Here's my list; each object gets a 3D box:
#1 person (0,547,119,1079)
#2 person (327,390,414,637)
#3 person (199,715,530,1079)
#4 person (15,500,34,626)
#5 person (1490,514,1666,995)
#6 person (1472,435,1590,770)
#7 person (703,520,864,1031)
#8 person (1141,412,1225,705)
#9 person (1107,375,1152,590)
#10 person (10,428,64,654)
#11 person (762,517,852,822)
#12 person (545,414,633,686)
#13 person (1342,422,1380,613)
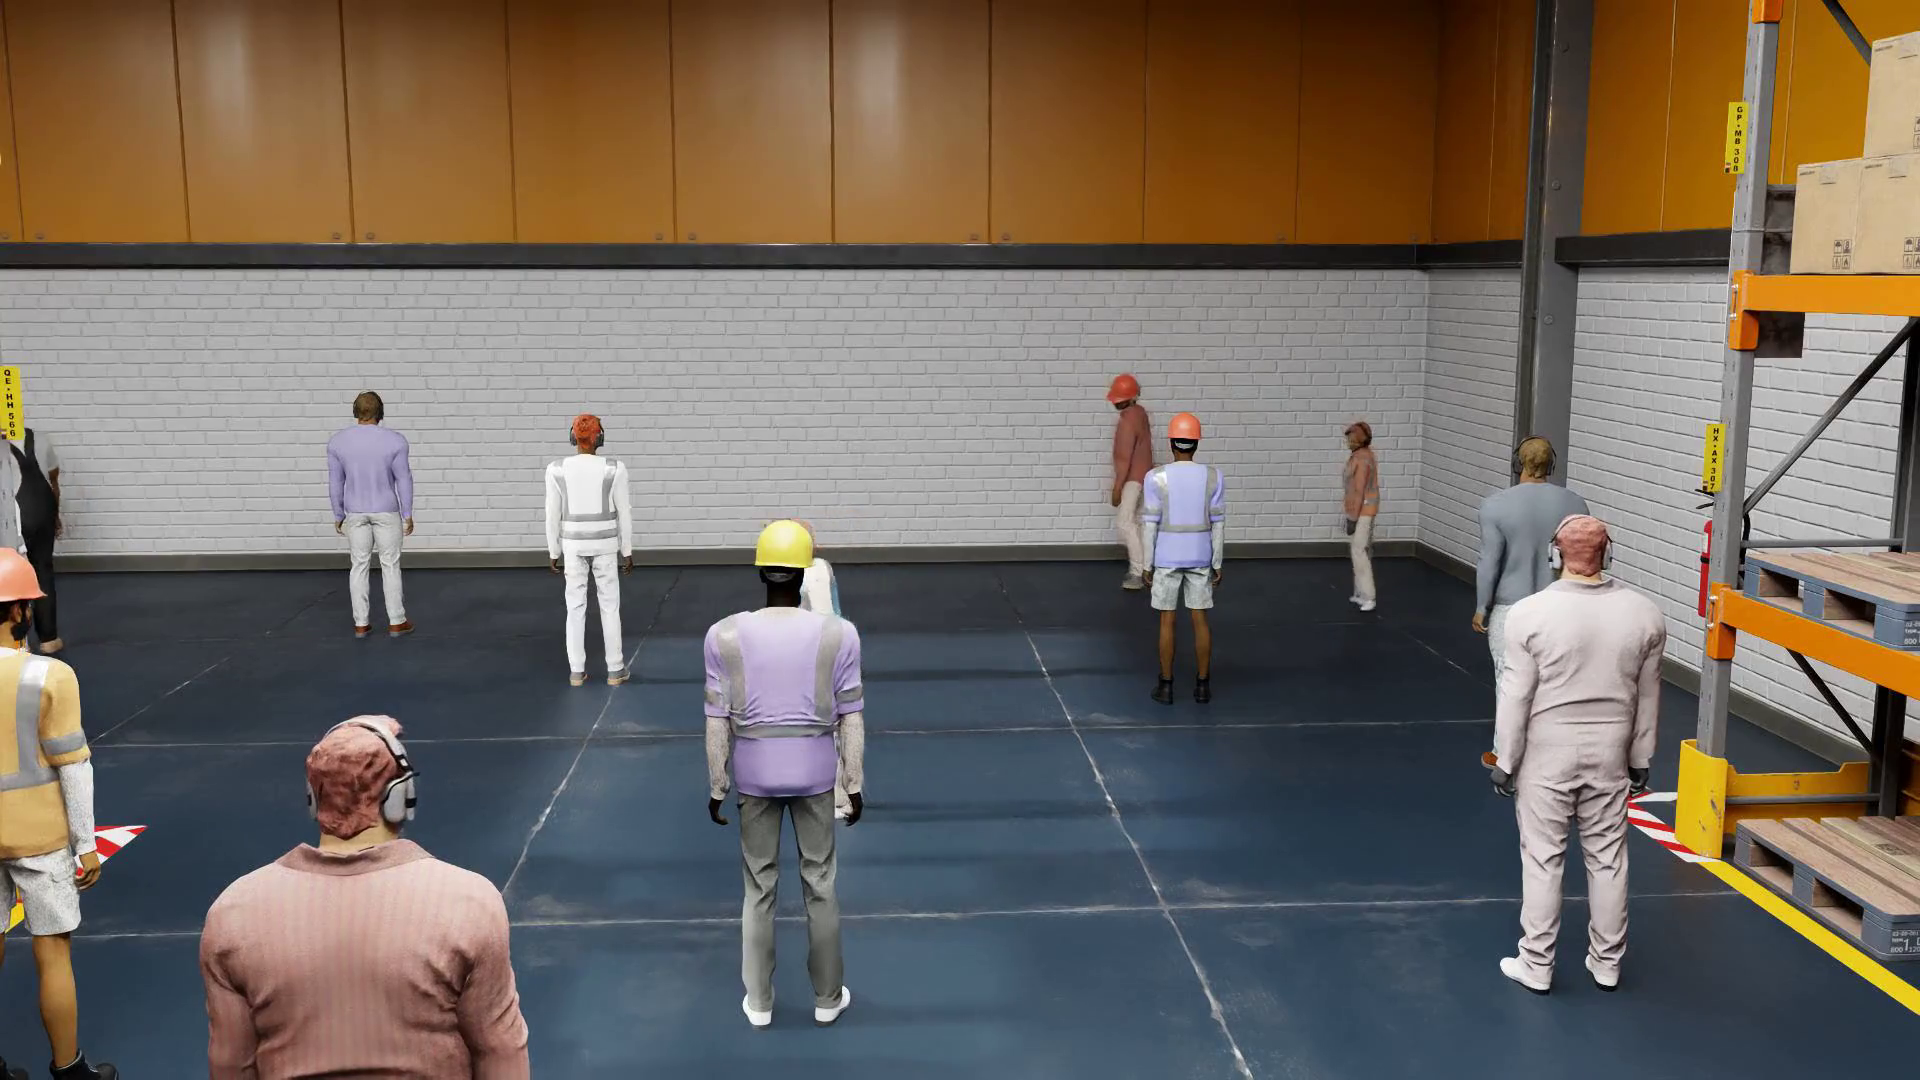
[{"bbox_3d":[-3.176,0.987,5.594,0.551,1.932,0.376,-1,9,-4],"label":"person"},{"bbox_3d":[-4.599,-0.200,13.034,0.635,1.937,0.355,-1,9,-4],"label":"person"},{"bbox_3d":[-1.253,1.318,3.614,0.651,1.904,0.402,-1,9,-4],"label":"person"},{"bbox_3d":[-5.690,0.333,9.697,0.551,1.932,0.376,-1,9,-4],"label":"person"},{"bbox_3d":[2.415,0.845,6.582,0.651,1.904,0.402,-1,9,-4],"label":"person"},{"bbox_3d":[3.220,0.374,9.428,0.635,1.937,0.354,-1,9,-4],"label":"person"},{"bbox_3d":[-0.658,0.883,6.272,0.594,1.924,0.384,-1,9,-4],"label":"person"},{"bbox_3d":[1.466,0.123,11.011,0.551,1.935,0.375,-1,9,-4],"label":"person"},{"bbox_3d":[1.555,-0.532,15.128,0.379,1.946,0.711,3,10,19],"label":"person"},{"bbox_3d":[-6.997,-0.131,12.282,0.534,2.000,0.773,3,10,19],"label":"person"},{"bbox_3d":[-0.770,0.672,8.579,0.464,1.598,0.545,4,10,25],"label":"person"},{"bbox_3d":[-2.554,0.072,11.498,0.584,1.882,0.337,-1,9,-4],"label":"person"},{"bbox_3d":[3.398,-0.209,14.141,0.326,1.609,0.605,2,9,14],"label":"person"}]
